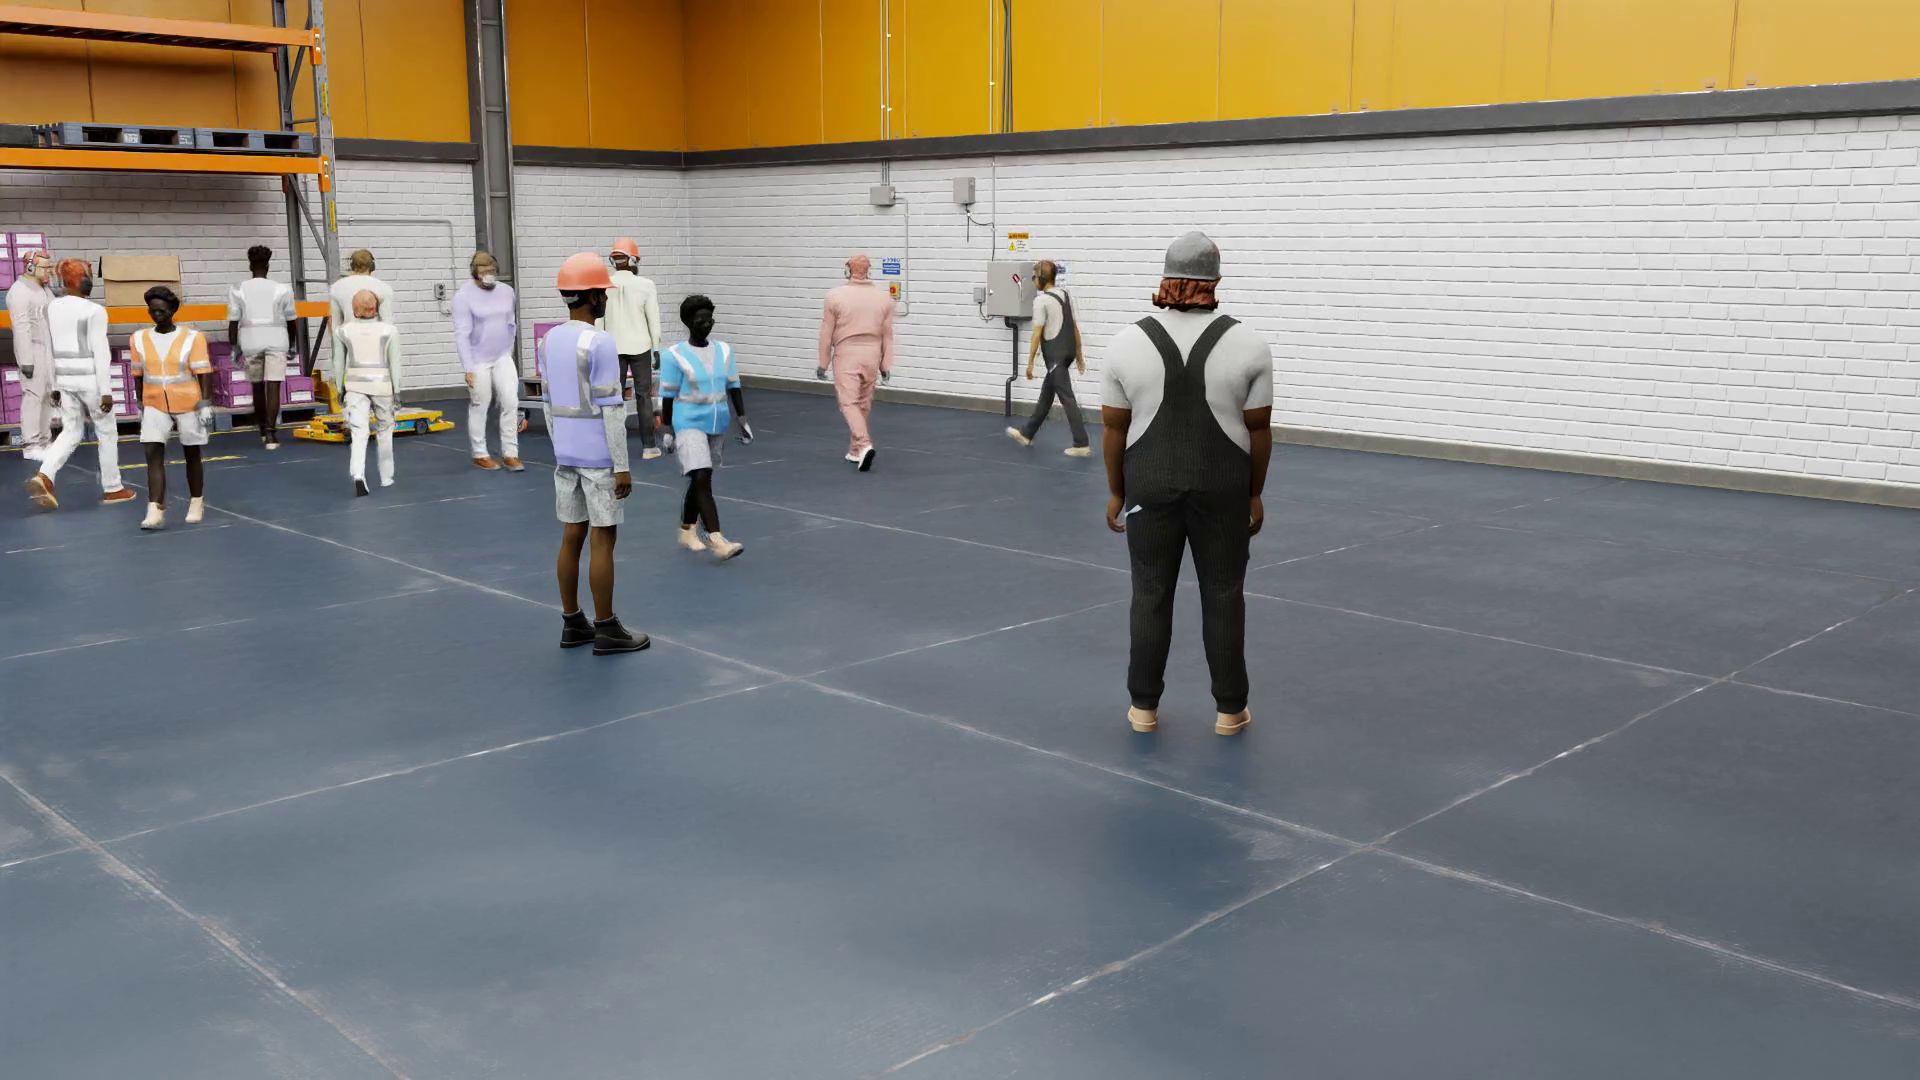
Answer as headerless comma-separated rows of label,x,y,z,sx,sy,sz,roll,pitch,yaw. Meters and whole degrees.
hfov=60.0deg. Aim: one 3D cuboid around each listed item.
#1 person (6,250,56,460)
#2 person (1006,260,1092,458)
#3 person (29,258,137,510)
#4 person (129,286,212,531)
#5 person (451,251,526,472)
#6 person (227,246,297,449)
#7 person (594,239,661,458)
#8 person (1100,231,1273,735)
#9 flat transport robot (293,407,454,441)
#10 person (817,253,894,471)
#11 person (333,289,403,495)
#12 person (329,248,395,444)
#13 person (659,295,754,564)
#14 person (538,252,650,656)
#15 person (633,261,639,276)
person,-8.315,-1.663,15.044,0.393,1.891,0.637,-2,10,-8
person,0.804,-1.660,15.287,1.041,1.780,0.528,7,13,35
person,-6.542,-1.147,12.307,0.585,1.859,0.817,3,11,15
person,-5.434,-0.898,11.432,0.551,1.661,0.773,-2,11,-9
person,-4.009,-1.495,14.128,0.776,1.880,0.652,9,14,42
person,-6.708,-1.871,16.075,0.600,1.909,0.970,-2,11,-11
person,-3.008,-1.725,15.100,0.608,1.987,0.391,0,10,1
person,0.923,-0.226,6.779,0.680,2.000,0.536,2,11,12
flat transport robot,-5.911,-1.180,16.810,0.652,0.197,1.431,7,13,35
person,-0.883,-1.555,14.482,0.639,1.877,0.907,-5,12,-26
person,-4.664,-1.168,13.098,0.523,1.611,0.801,-2,11,-11
person,-5.849,-1.899,16.286,0.634,1.910,0.943,-1,10,-3
person,-1.568,-0.691,10.367,0.867,1.648,0.536,10,14,44
person,-1.784,-0.410,8.053,0.545,1.942,0.349,9,13,39
person,-4.160,-2.666,20.756,0.472,1.809,0.634,-3,11,-17
